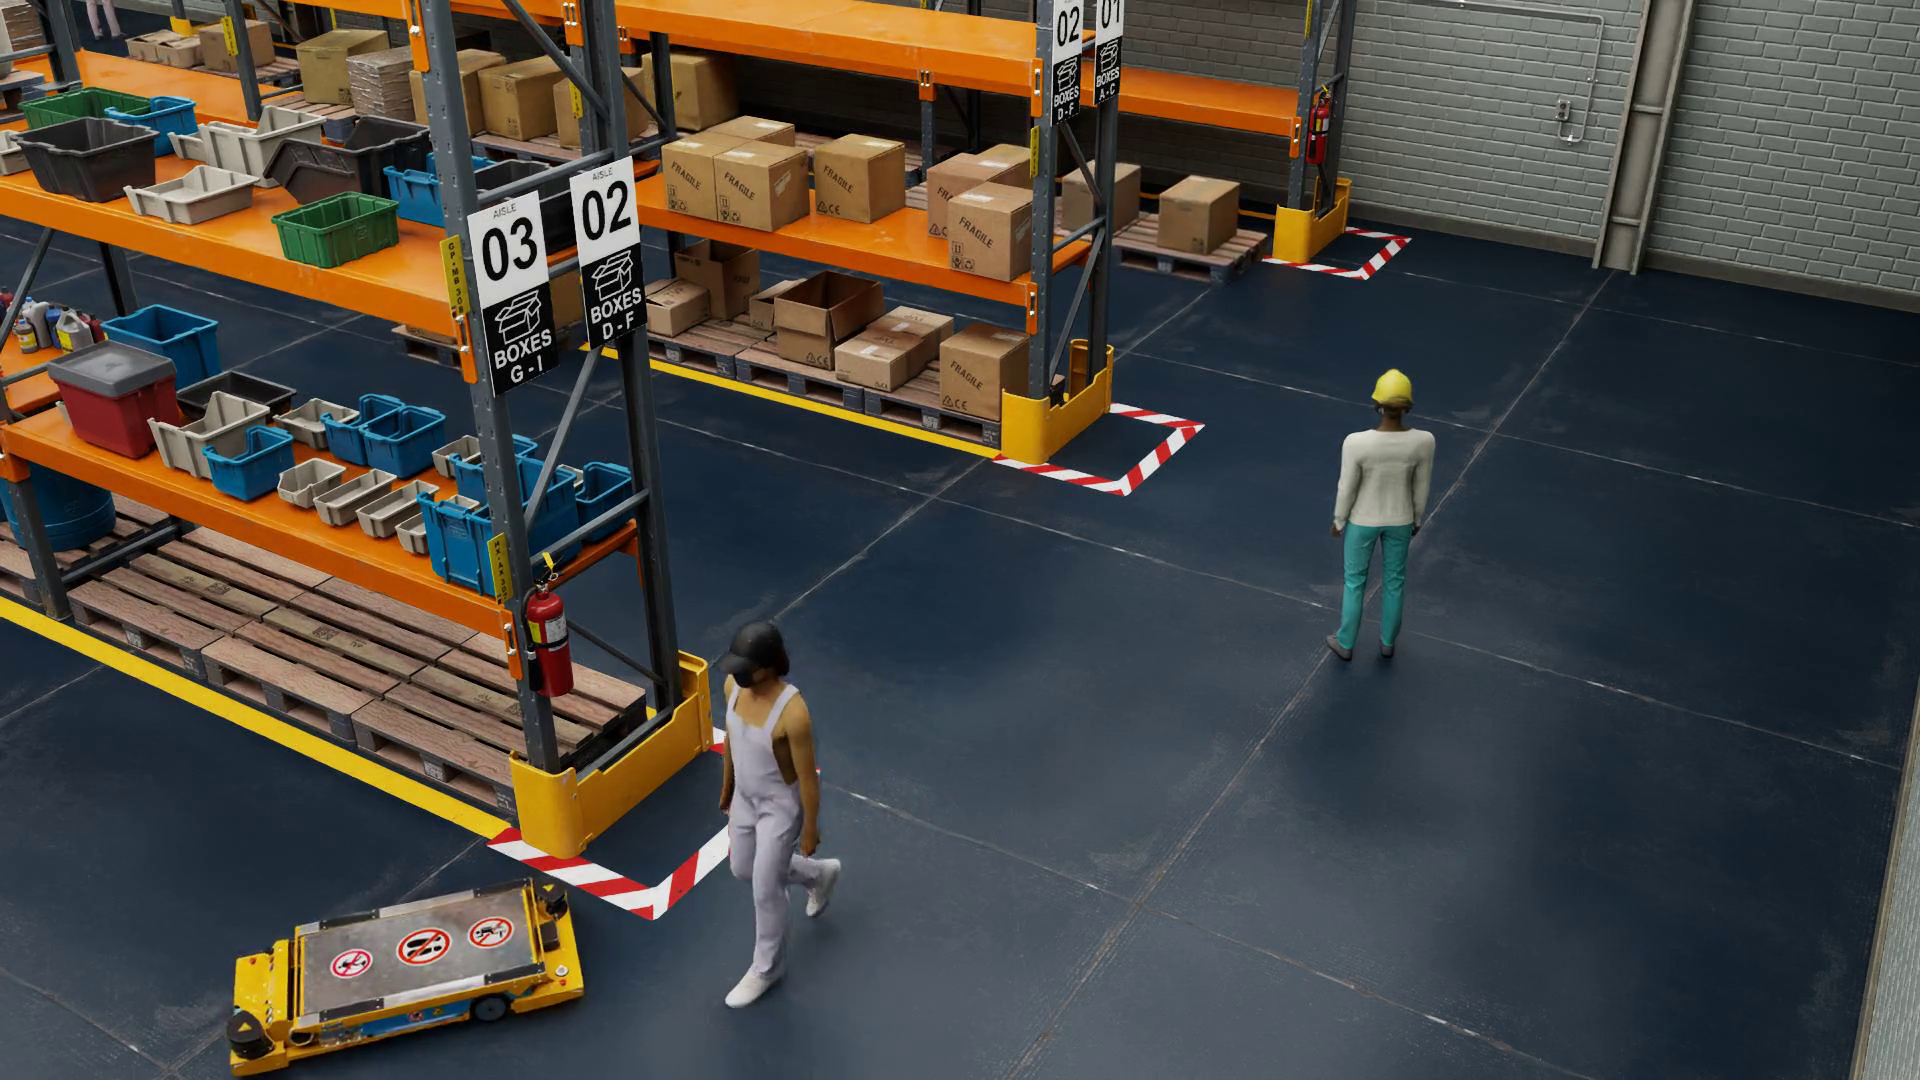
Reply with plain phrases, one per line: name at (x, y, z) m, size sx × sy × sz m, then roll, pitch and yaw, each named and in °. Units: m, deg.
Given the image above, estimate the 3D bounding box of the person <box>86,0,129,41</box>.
person at (-12.114, -7.914, 23.218) m, size 0.568 × 1.839 × 0.372 m, roll 1°, pitch 29°, yaw 2°

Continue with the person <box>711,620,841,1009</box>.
person at (-0.786, 1.095, 7.049) m, size 0.681 × 1.845 × 0.525 m, roll -26°, pitch 38°, yaw -38°

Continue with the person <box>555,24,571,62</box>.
person at (-3.977, -4.500, 17.248) m, size 0.531 × 1.690 × 0.322 m, roll 11°, pitch 31°, yaw 19°

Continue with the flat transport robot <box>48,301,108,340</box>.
flat transport robot at (-7.381, -1.631, 13.560) m, size 1.431 × 0.231 × 0.659 m, roll 19°, pitch 34°, yaw 30°

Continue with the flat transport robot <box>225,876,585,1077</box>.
flat transport robot at (-2.409, 1.880, 7.259) m, size 1.431 × 0.231 × 0.659 m, roll -9°, pitch 30°, yaw -16°

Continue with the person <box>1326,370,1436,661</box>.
person at (2.344, -0.121, 9.311) m, size 0.524 × 1.770 × 0.304 m, roll -2°, pitch 29°, yaw -3°
